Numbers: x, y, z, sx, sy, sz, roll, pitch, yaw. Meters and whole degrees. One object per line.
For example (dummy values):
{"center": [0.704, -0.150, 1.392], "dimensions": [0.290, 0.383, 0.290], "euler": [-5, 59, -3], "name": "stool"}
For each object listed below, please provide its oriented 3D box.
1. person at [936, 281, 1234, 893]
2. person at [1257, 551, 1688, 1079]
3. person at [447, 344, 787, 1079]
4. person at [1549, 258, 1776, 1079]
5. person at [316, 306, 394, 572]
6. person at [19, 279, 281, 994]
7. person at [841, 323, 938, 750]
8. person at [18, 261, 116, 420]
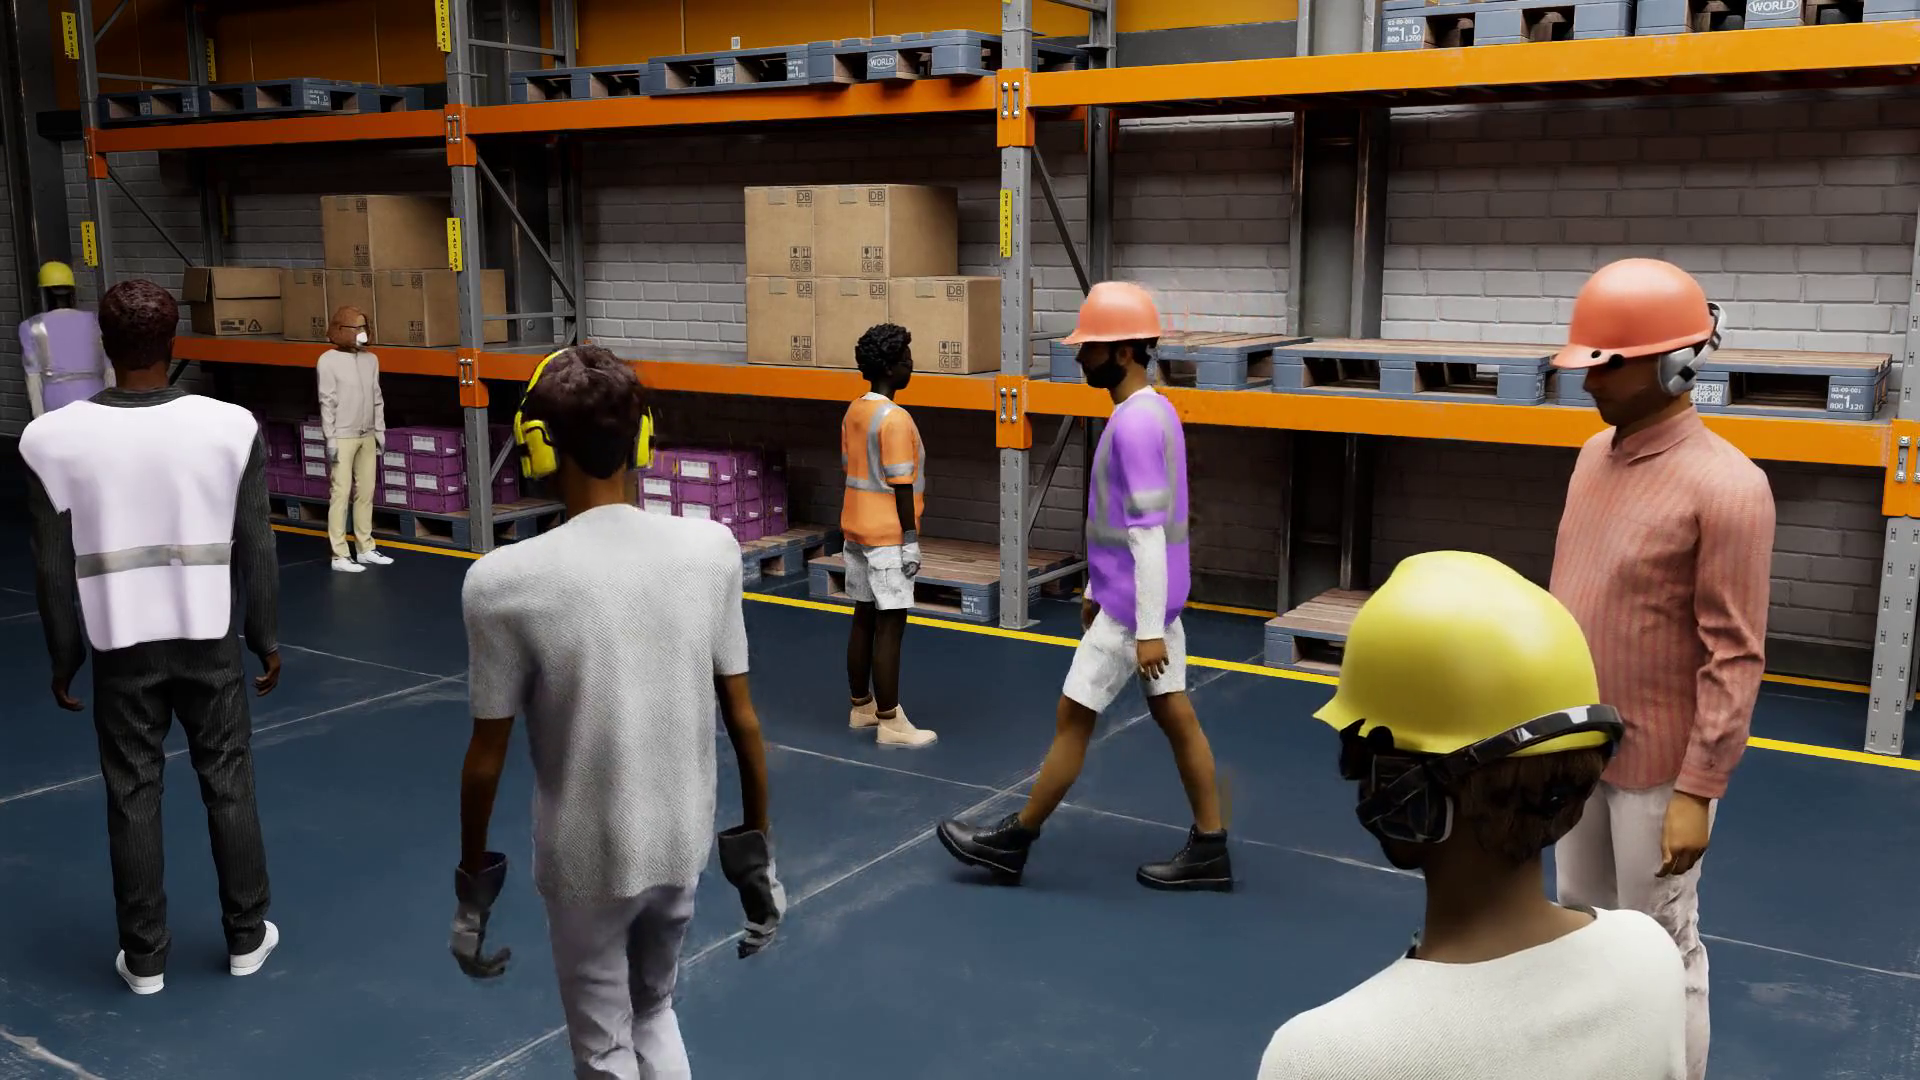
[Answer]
{"center": [0.423, 0.165, 5.123], "dimensions": [0.962, 1.888, 0.574], "euler": [2, 10, 11], "name": "person"}
{"center": [0.431, 0.885, 1.522], "dimensions": [0.529, 1.761, 0.340], "euler": [-7, 13, -36], "name": "person"}
{"center": [-0.616, 0.582, 2.938], "dimensions": [0.544, 1.847, 0.472], "euler": [-8, 13, -36], "name": "person"}
{"center": [1.361, 0.425, 3.427], "dimensions": [0.393, 1.986, 0.609], "euler": [-2, 10, -10], "name": "person"}
{"center": [-3.720, -0.619, 10.218], "dimensions": [0.282, 1.625, 0.492], "euler": [5, 11, 24], "name": "person"}
{"center": [-2.136, 0.270, 4.473], "dimensions": [0.588, 1.919, 0.392], "euler": [-5, 11, -25], "name": "person"}
{"center": [-0.301, -0.014, 6.661], "dimensions": [0.318, 1.697, 0.535], "euler": [-5, 11, -26], "name": "person"}
{"center": [-5.908, -0.910, 11.101], "dimensions": [0.594, 1.897, 0.933], "euler": [-9, 14, -42], "name": "person"}
